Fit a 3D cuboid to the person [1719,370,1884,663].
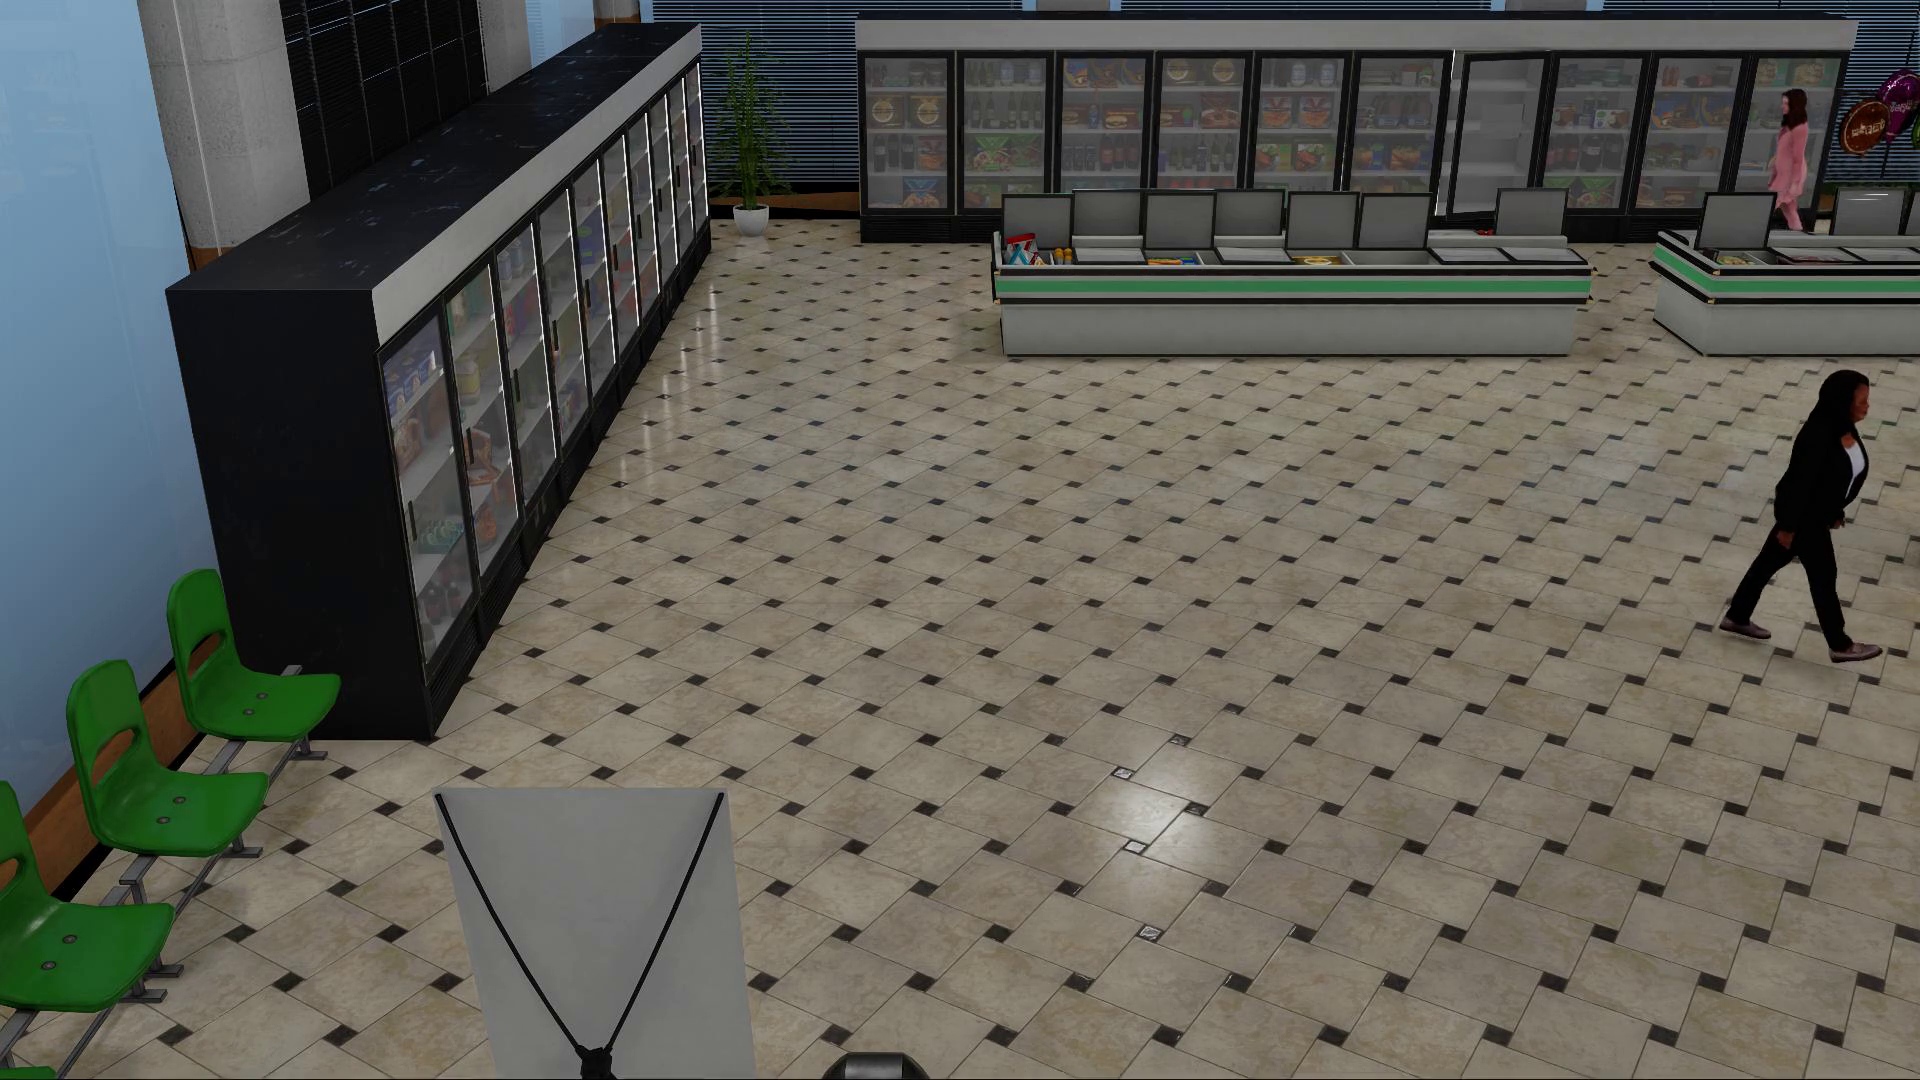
[{"bbox_3d":[4.437,-0.134,8.907,1.156,1.574,1.010,15,28,31],"label":"person"}]
